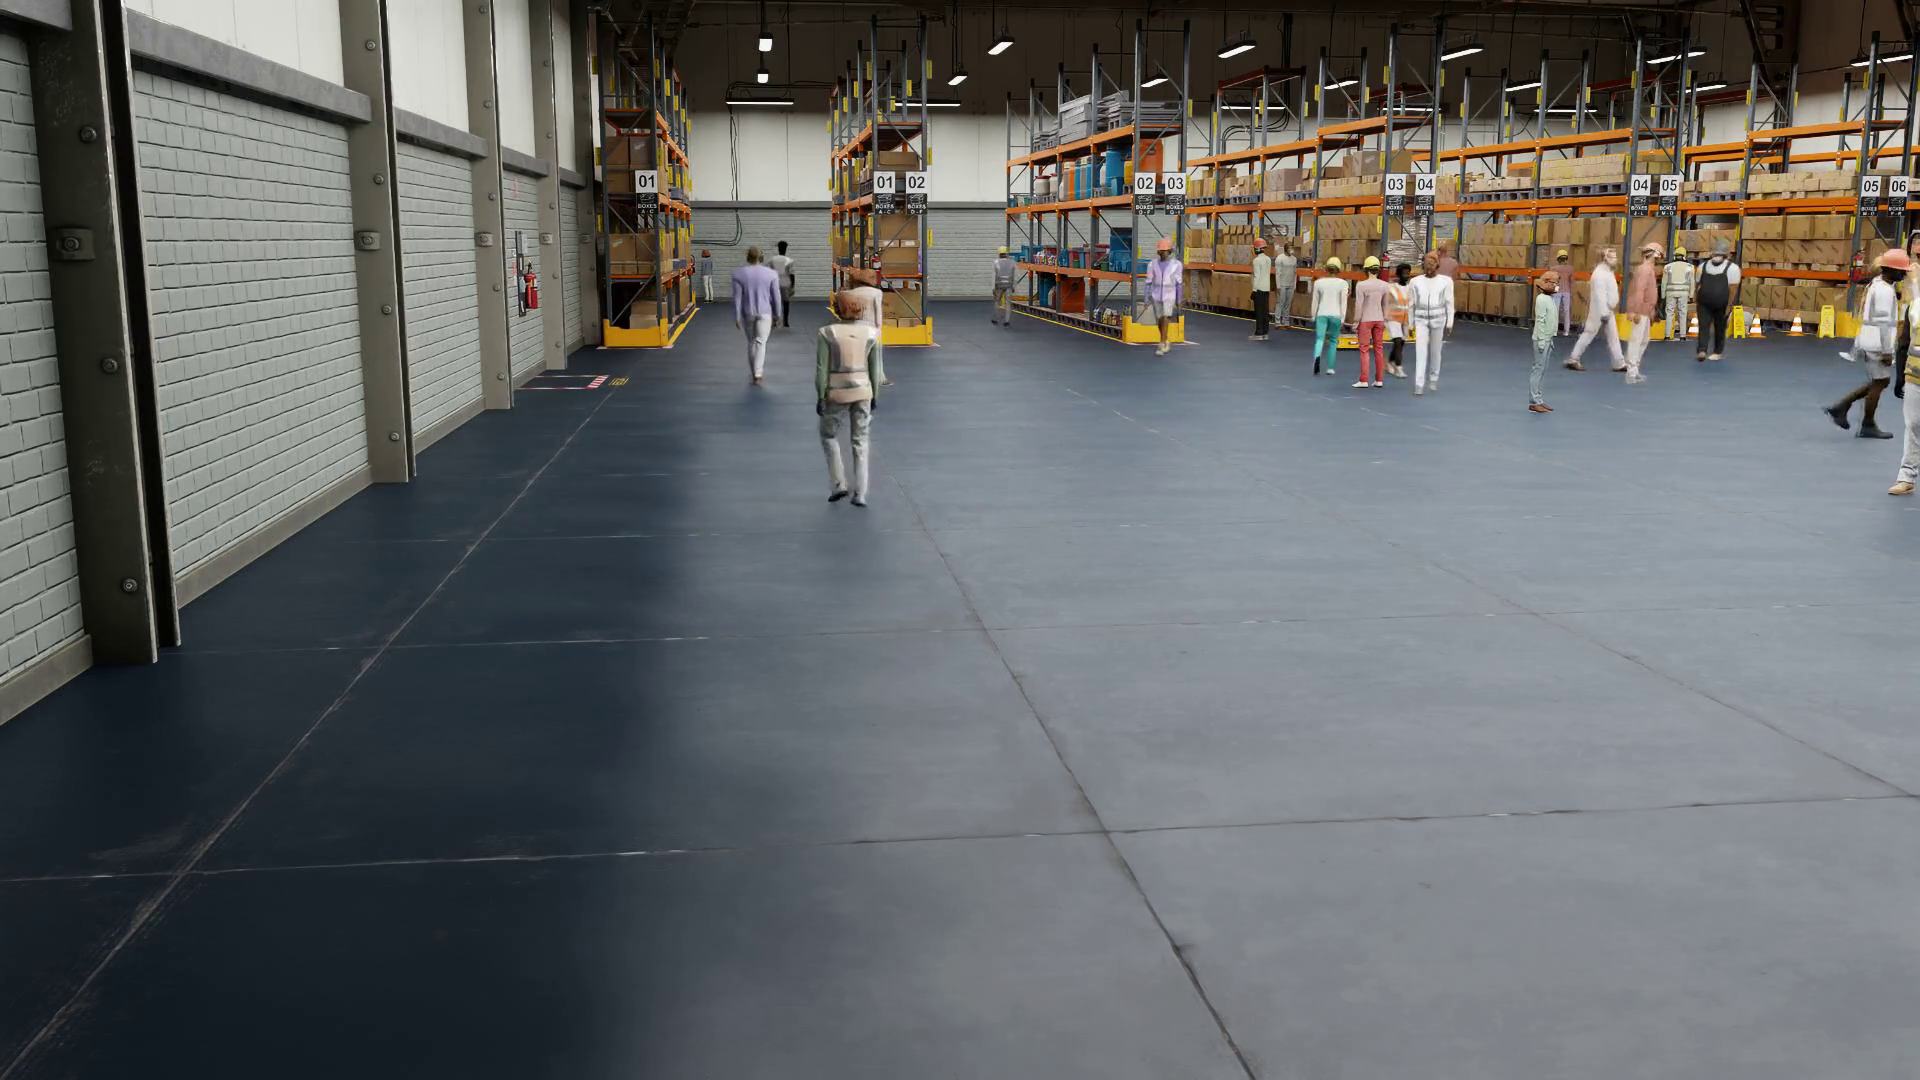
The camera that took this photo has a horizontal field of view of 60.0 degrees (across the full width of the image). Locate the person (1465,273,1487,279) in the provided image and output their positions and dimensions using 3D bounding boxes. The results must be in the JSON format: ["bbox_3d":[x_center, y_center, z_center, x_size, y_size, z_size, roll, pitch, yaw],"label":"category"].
[{"bbox_3d":[13.948,-7.143,45.106,0.548,1.914,0.673,-4,11,-21],"label":"person"}]

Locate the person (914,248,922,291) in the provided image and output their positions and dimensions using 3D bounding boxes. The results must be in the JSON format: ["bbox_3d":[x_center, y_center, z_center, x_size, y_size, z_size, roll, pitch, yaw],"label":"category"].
[{"bbox_3d":[-1.305,-7.944,49.421,0.351,1.941,0.545,-1,10,-4],"label":"person"}]

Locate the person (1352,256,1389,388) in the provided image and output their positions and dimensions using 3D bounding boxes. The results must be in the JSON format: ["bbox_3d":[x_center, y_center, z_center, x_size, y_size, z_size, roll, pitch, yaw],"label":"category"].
[{"bbox_3d":[5.513,-2.925,22.386,0.533,1.767,0.322,-4,11,-21],"label":"person"}]

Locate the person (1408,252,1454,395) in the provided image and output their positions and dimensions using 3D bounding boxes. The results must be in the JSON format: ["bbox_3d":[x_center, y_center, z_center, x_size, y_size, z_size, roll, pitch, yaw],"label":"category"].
[{"bbox_3d":[6.132,-2.817,21.652,0.595,1.838,1.000,4,11,22],"label":"person"}]

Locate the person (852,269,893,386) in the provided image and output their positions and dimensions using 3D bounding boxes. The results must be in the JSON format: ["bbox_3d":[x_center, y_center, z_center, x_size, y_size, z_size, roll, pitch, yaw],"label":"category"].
[{"bbox_3d":[-1.288,-2.866,22.545,0.548,1.591,0.579,4,11,23],"label":"person"}]

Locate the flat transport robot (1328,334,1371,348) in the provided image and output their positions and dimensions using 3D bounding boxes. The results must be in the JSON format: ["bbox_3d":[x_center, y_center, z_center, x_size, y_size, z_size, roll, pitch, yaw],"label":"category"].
[{"bbox_3d":[7.120,-3.642,30.415,0.652,0.197,1.431,1,10,8],"label":"flat transport robot"}]

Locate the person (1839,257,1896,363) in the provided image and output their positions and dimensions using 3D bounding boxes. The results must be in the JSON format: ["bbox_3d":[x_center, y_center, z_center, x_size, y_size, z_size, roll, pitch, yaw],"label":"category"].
[{"bbox_3d":[14.796,-3.713,26.902,0.497,1.695,0.872,-5,11,-26],"label":"person"}]

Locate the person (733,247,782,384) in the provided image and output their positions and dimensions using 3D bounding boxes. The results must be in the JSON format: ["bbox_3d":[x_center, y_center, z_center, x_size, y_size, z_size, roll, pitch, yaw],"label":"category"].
[{"bbox_3d":[-2.818,-3.125,23.175,0.639,1.886,1.035,1,10,5],"label":"person"}]

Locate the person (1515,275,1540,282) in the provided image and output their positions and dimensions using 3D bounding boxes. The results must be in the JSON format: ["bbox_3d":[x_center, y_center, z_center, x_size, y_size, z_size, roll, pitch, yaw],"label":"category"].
[{"bbox_3d":[15.819,-7.340,46.335,0.669,1.856,0.646,3,11,15],"label":"person"}]

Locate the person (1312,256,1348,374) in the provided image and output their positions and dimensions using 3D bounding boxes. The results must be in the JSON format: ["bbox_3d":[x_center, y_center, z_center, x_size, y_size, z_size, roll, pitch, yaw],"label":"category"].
[{"bbox_3d":[5.405,-3.280,24.396,0.520,1.747,0.654,4,11,23],"label":"person"}]

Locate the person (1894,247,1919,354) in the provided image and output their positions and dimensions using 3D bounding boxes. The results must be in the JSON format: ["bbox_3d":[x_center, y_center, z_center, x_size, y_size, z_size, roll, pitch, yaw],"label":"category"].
[{"bbox_3d":[16.144,-4.011,27.976,0.560,1.910,0.710,-8,13,-38],"label":"person"}]

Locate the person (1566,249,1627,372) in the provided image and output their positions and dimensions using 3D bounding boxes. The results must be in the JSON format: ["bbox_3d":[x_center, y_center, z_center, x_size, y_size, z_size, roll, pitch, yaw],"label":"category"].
[{"bbox_3d":[9.677,-3.448,25.039,1.024,1.857,0.653,7,13,35],"label":"person"}]

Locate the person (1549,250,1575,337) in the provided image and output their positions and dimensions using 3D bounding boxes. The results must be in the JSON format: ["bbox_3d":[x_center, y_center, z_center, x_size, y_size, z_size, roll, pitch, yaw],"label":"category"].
[{"bbox_3d":[12.196,-5.007,33.797,0.526,1.768,0.331,-1,10,-4],"label":"person"}]

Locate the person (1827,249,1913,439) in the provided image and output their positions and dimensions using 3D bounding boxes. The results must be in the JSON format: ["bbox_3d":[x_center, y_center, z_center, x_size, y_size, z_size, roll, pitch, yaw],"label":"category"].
[{"bbox_3d":[9.178,-1.960,16.714,0.571,1.909,0.547,4,11,21],"label":"person"}]

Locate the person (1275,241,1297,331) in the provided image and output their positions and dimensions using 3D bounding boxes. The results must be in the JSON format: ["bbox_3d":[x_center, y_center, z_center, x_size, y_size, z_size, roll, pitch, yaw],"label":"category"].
[{"bbox_3d":[7.057,-5.489,36.007,0.622,1.932,0.369,-7,13,-35],"label":"person"}]

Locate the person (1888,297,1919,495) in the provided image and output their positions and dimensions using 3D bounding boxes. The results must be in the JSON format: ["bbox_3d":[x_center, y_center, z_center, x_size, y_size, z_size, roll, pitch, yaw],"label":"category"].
[{"bbox_3d":[7.597,-1.240,12.930,0.429,1.846,0.633,-10,14,-43],"label":"person"}]

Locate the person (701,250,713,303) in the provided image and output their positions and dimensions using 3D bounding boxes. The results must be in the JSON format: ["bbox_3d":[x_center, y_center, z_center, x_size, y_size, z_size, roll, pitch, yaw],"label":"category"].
[{"bbox_3d":[-7.824,-8.148,51.378,0.268,1.631,0.509,6,12,30],"label":"person"}]

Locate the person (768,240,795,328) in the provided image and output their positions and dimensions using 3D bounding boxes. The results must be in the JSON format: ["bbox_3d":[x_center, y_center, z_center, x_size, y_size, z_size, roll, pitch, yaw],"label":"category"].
[{"bbox_3d":[-3.950,-5.647,36.800,0.628,1.945,0.562,2,10,9],"label":"person"}]

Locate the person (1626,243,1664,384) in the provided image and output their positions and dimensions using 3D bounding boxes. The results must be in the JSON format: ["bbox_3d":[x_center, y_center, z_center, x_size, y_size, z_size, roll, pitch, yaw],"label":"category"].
[{"bbox_3d":[9.468,-3.132,23.056,0.390,1.950,0.758,6,12,28],"label":"person"}]

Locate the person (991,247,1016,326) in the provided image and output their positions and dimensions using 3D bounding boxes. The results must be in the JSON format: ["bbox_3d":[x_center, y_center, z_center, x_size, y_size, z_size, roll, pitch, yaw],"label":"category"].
[{"bbox_3d":[0.976,-5.793,38.023,0.608,1.788,0.894,-2,11,-10],"label":"person"}]

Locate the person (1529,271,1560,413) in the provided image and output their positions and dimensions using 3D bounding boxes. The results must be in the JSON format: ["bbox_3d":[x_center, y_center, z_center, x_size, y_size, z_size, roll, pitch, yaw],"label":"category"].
[{"bbox_3d":[6.788,-2.297,19.307,0.289,1.632,0.497,6,12,30],"label":"person"}]

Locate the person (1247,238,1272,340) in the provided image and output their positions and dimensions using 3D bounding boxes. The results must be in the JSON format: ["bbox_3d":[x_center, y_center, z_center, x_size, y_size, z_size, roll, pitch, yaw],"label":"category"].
[{"bbox_3d":[5.907,-4.936,32.777,0.383,1.996,0.609,8,13,37],"label":"person"}]

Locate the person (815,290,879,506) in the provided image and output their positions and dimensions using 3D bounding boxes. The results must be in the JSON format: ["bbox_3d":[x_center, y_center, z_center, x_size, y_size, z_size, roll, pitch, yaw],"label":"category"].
[{"bbox_3d":[-0.846,-1.064,12.568,0.540,1.621,0.435,-5,11,-25],"label":"person"}]

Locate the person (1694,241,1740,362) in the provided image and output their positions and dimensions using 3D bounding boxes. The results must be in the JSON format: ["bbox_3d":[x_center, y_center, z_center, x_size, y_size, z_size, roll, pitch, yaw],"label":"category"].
[{"bbox_3d":[12.293,-3.916,27.064,0.688,2.000,1.049,7,12,34],"label":"person"}]

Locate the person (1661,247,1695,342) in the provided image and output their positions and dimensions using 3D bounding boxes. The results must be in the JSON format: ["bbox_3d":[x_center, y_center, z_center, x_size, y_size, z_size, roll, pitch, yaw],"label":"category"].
[{"bbox_3d":[13.932,-4.762,32.303,0.599,1.818,0.403,4,11,21],"label":"person"}]

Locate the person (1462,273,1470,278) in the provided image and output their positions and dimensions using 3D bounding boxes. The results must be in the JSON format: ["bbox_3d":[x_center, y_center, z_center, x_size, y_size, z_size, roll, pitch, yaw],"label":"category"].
[{"bbox_3d":[15.388,-8.003,50.682,0.808,1.610,0.526,3,11,15],"label":"person"}]

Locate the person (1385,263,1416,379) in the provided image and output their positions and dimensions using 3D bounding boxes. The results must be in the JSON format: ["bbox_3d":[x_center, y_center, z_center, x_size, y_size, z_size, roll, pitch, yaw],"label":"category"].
[{"bbox_3d":[6.359,-3.192,24.156,0.534,1.664,0.836,-2,11,-13],"label":"person"}]

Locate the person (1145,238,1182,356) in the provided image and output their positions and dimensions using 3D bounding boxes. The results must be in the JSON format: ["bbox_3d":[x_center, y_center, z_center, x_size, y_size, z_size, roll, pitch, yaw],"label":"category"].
[{"bbox_3d":[3.517,-4.185,28.649,0.621,2.008,0.994,4,11,21],"label":"person"}]

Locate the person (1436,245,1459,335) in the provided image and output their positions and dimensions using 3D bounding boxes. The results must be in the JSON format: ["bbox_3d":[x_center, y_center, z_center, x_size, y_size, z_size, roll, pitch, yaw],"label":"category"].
[{"bbox_3d":[10.068,-5.224,34.777,0.641,1.844,1.031,2,10,9],"label":"person"}]
